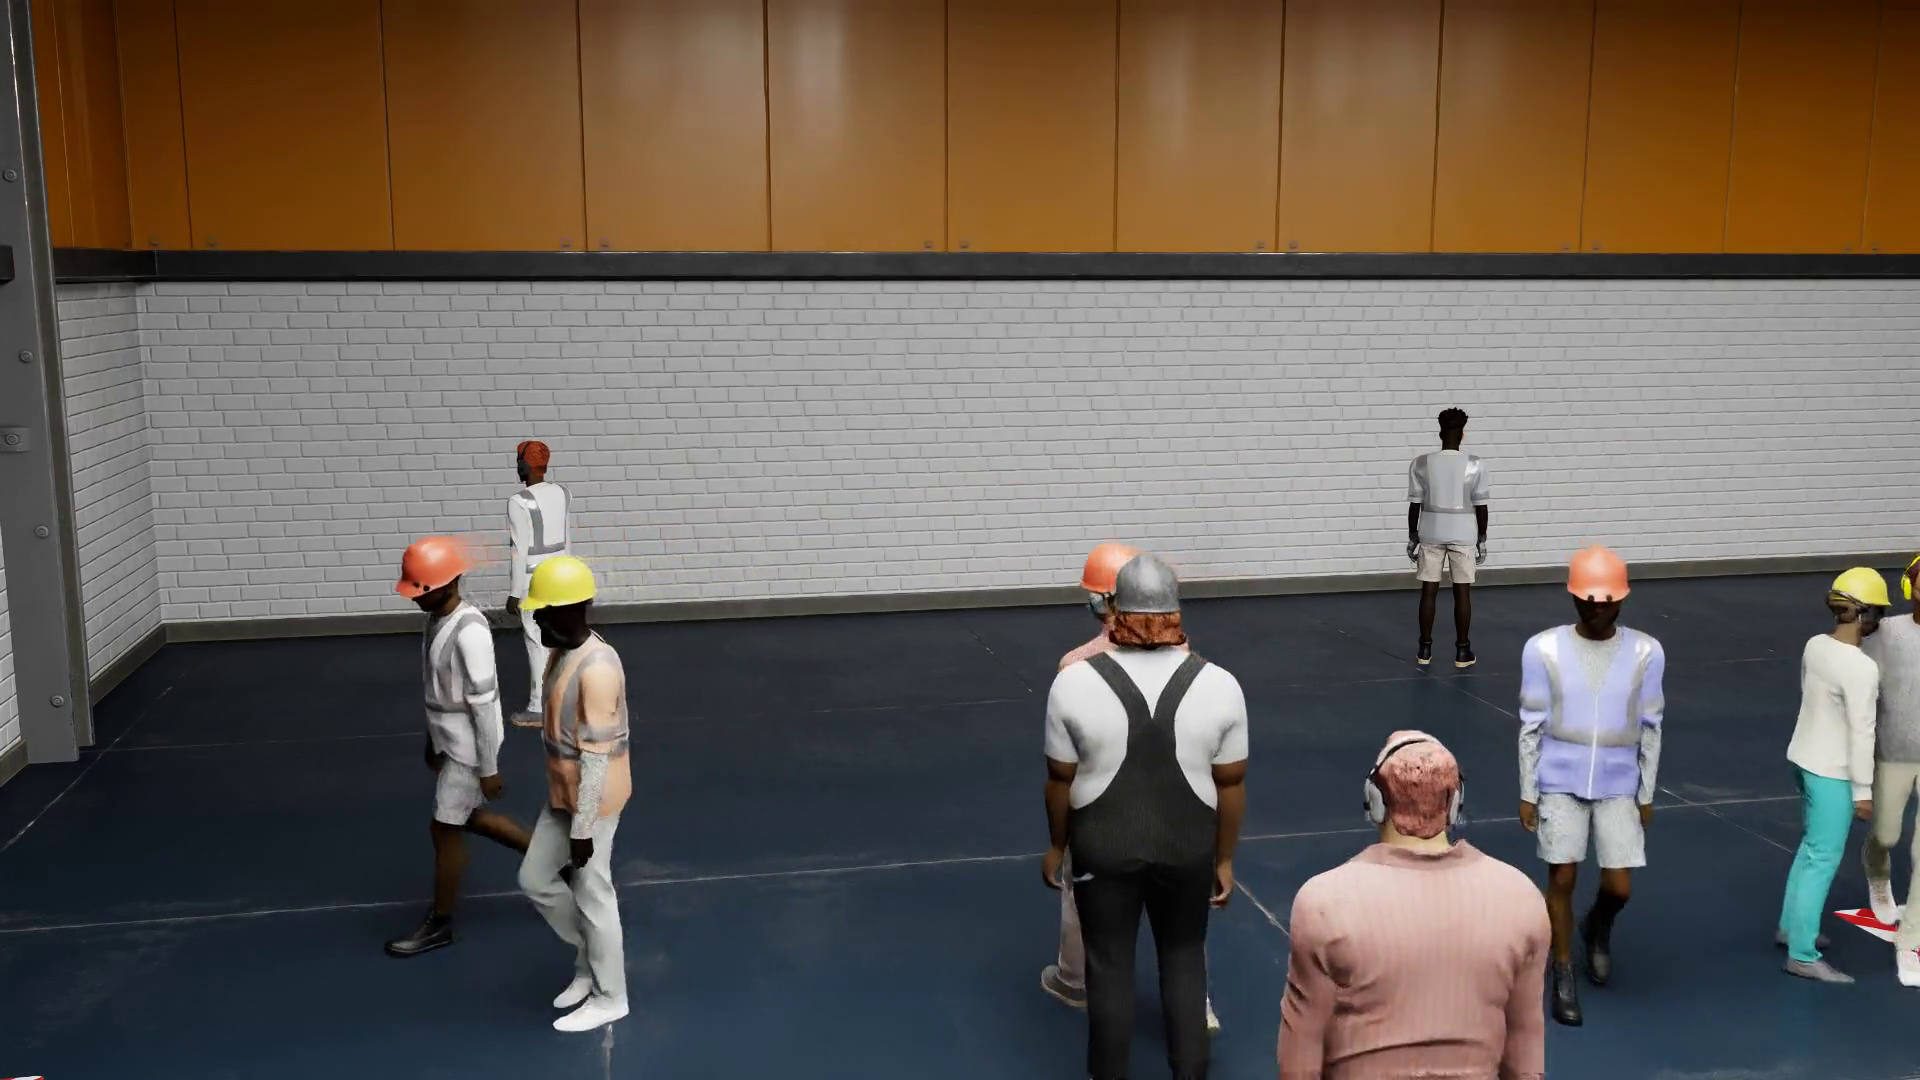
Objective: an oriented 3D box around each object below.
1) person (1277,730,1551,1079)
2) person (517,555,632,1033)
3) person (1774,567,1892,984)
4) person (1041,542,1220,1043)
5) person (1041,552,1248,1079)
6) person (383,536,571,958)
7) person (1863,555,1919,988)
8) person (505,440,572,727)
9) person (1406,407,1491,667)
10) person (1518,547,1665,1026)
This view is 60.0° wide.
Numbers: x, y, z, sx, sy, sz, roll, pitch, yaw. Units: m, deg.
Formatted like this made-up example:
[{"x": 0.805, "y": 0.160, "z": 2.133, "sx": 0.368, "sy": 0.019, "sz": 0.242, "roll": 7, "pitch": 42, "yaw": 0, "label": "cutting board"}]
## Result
[{"x": 1.098, "y": 1.408, "z": 4.054, "sx": 0.655, "sy": 1.891, "sz": 0.522, "roll": -1, "pitch": 9, "yaw": -7, "label": "person"}, {"x": -1.500, "y": 0.998, "z": 6.477, "sx": 0.427, "sy": 1.909, "sz": 0.602, "roll": -5, "pitch": 11, "yaw": -28, "label": "person"}, {"x": 3.723, "y": 0.984, "z": 7.083, "sx": 0.387, "sy": 1.756, "sz": 0.548, "roll": 1, "pitch": 9, "yaw": 4, "label": "person"}, {"x": 0.665, "y": 0.983, "z": 6.461, "sx": 0.613, "sy": 1.959, "sz": 0.960, "roll": -4, "pitch": 10, "yaw": -23, "label": "person"}, {"x": 0.633, "y": 1.037, "z": 5.859, "sx": 0.692, "sy": 2.000, "sz": 0.536, "roll": 0, "pitch": 9, "yaw": 0, "label": "person"}, {"x": -2.098, "y": 0.880, "z": 7.298, "sx": 0.833, "sy": 1.882, "sz": 0.594, "roll": -5, "pitch": 11, "yaw": -29, "label": "person"}, {"x": 4.148, "y": 0.919, "z": 7.237, "sx": 0.507, "sy": 1.834, "sz": 0.880, "roll": 4, "pitch": 10, "yaw": 23, "label": "person"}, {"x": -2.767, "y": 0.284, "z": 10.930, "sx": 0.355, "sy": 1.883, "sz": 0.575, "roll": 4, "pitch": 10, "yaw": 22, "label": "person"}, {"x": 3.676, "y": -0.019, "z": 12.541, "sx": 0.603, "sy": 1.959, "sz": 0.377, "roll": 4, "pitch": 10, "yaw": 23, "label": "person"}, {"x": 2.507, "y": 0.963, "z": 6.663, "sx": 0.547, "sy": 1.926, "sz": 0.505, "roll": 2, "pitch": 10, "yaw": 14, "label": "person"}]
